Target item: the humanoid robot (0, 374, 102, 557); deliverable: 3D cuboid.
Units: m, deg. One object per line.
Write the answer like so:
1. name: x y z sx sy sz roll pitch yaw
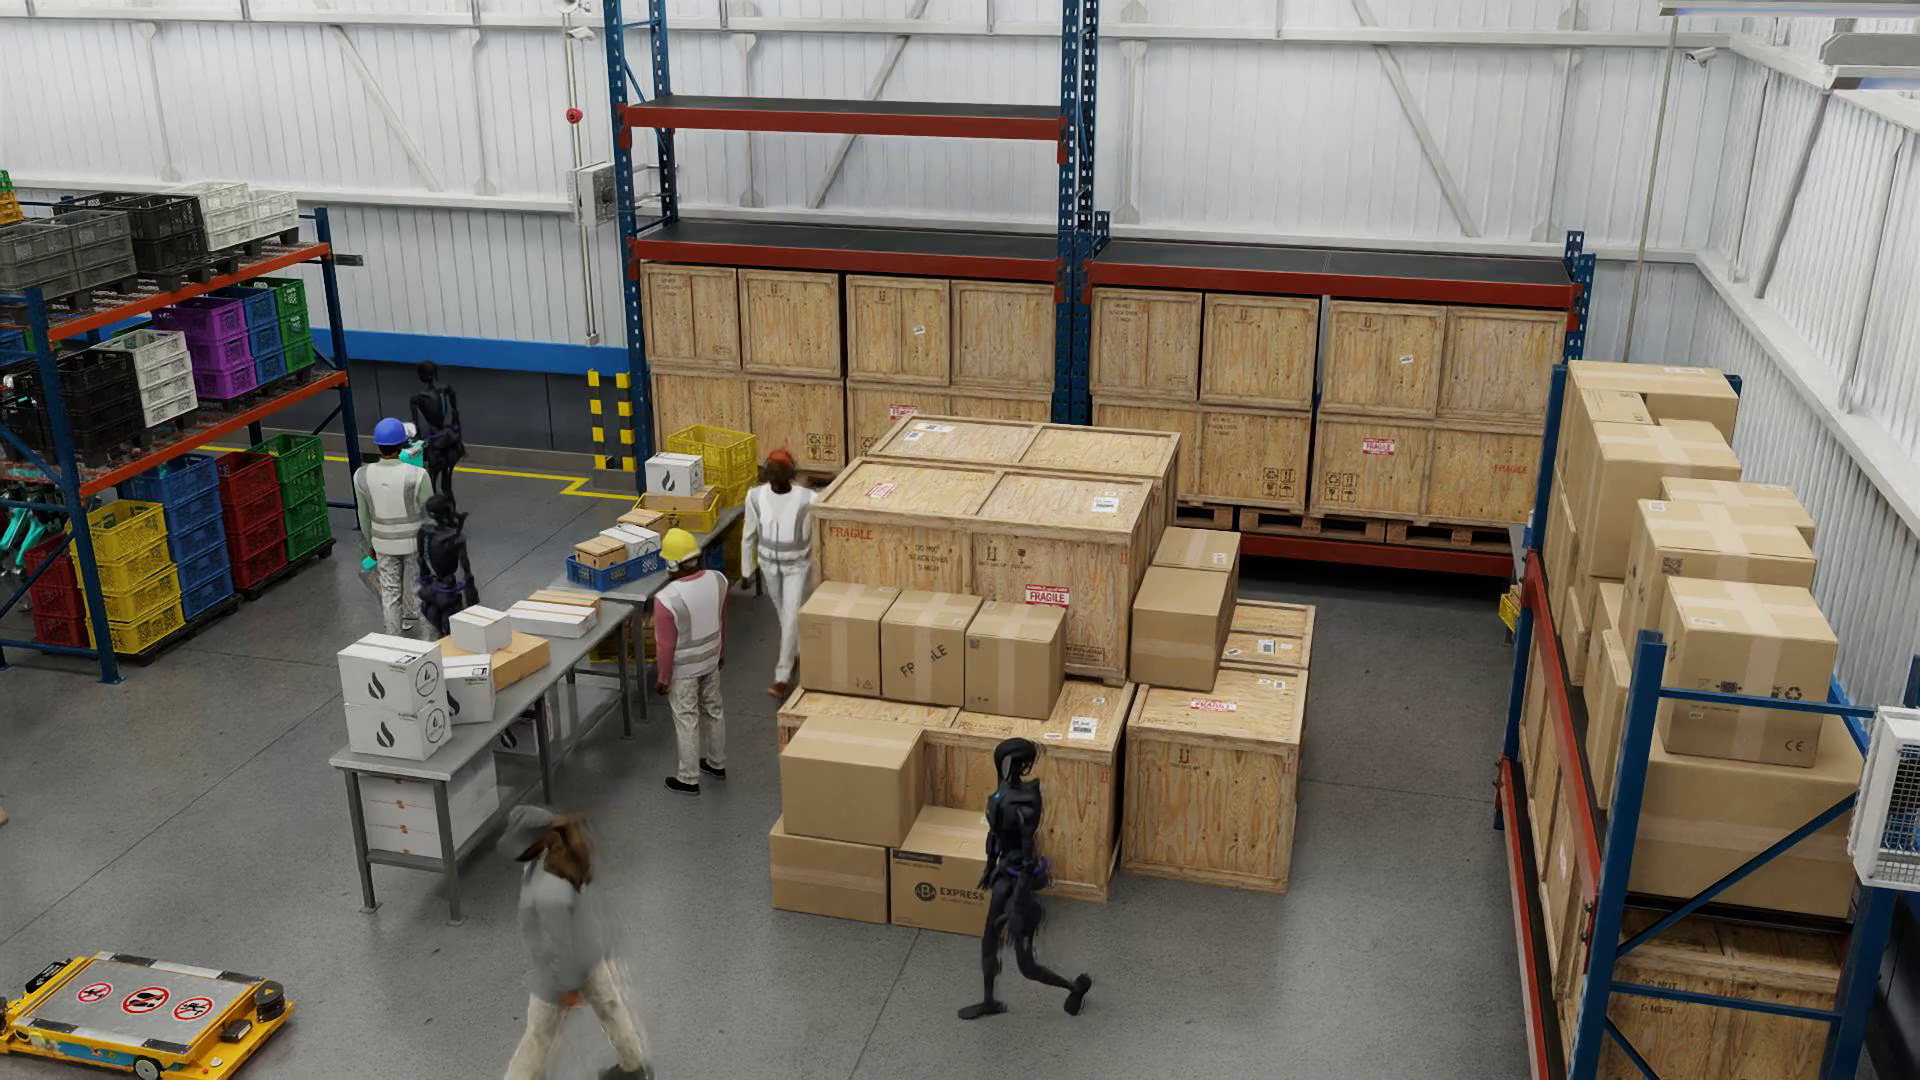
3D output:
1. humanoid robot: -7.907 -0.697 14.624 0.533 1.677 0.735 13 25 31

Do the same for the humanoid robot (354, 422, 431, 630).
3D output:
1. humanoid robot: -4.537 -0.123 13.167 0.730 1.695 0.533 7 22 18

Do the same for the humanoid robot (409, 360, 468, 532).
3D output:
1. humanoid robot: -4.742 -0.858 15.315 0.508 1.638 0.608 11 24 27

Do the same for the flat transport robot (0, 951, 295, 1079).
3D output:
1. flat transport robot: -4.270 2.464 8.601 1.431 0.231 0.659 5 22 13

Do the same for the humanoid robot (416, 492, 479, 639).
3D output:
1. humanoid robot: -3.731 0.454 11.896 0.606 1.646 0.492 15 25 34

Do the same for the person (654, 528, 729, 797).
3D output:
1. person: -1.755 0.785 10.805 0.404 1.831 0.587 15 26 34

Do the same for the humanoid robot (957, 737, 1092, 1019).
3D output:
1. humanoid robot: 0.335 1.745 8.538 0.664 1.640 0.589 -6 22 -16

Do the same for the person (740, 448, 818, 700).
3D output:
1. person: -1.332 0.247 12.202 0.602 1.833 0.949 5 22 14

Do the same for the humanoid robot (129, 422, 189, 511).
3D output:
1. humanoid robot: -7.194 -0.626 14.715 0.531 1.778 1.010 1 21 3

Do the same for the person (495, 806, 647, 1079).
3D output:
1. person: -1.955 1.964 7.877 0.889 1.708 0.652 -2 21 -5

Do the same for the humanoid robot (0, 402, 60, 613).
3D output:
1. humanoid robot: -7.645 -0.197 13.436 0.530 1.746 0.688 6 22 15

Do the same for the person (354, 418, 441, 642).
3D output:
1. person: -4.237 0.018 12.648 0.603 1.948 0.386 1 21 2

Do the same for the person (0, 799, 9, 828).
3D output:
1. person: -6.272 0.905 10.202 0.604 2.041 0.380 6 22 16
